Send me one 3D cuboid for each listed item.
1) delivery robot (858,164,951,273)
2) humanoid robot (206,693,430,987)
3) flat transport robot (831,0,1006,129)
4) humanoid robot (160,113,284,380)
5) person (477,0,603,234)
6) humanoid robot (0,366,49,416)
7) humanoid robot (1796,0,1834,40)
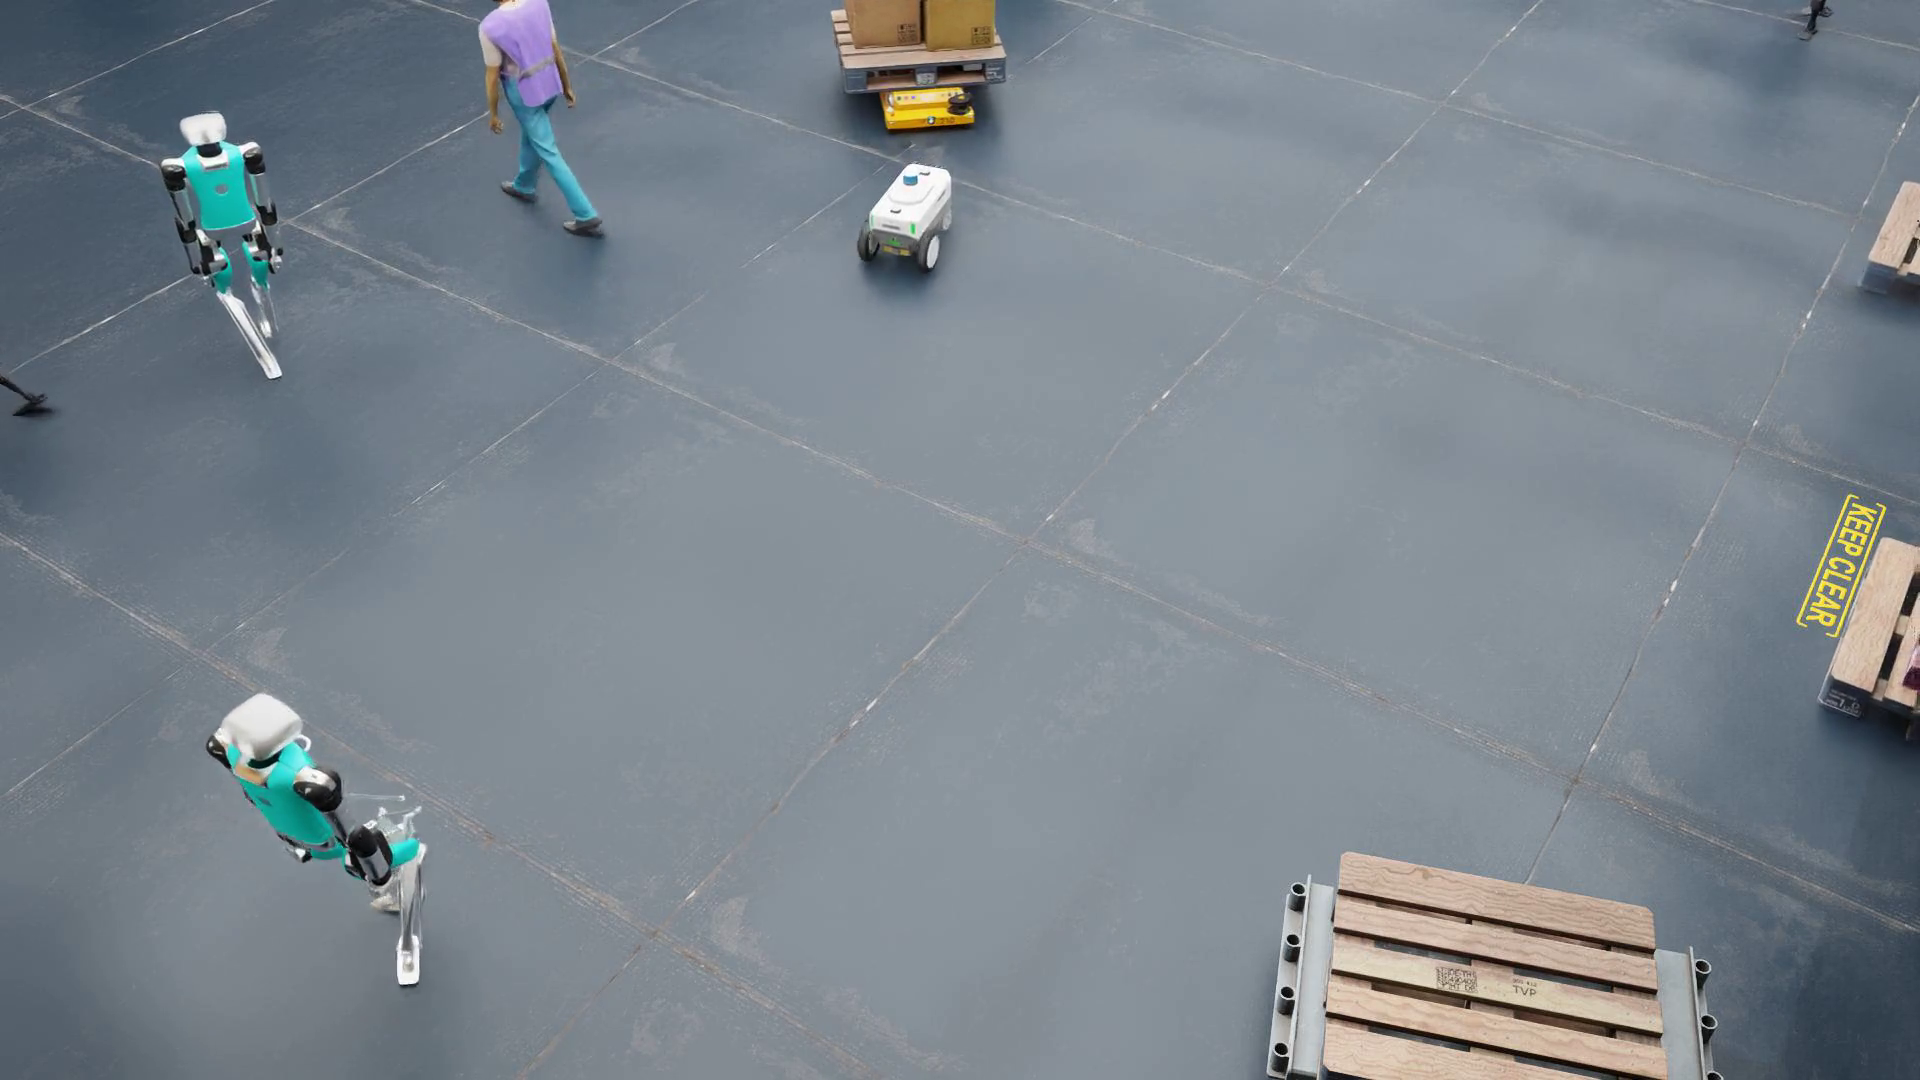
[{"bbox_3d":[-0.329,-2.152,10.970,0.499,0.591,0.768,14,44,15],"label":"delivery robot"},{"bbox_3d":[-2.312,1.064,6.487,0.596,1.769,0.868,18,45,19],"label":"humanoid robot"},{"bbox_3d":[-0.326,-3.589,12.796,0.659,0.231,1.431,-6,42,-7],"label":"flat transport robot"},{"bbox_3d":[-4.219,-1.699,9.657,0.550,1.873,0.831,-22,46,-23],"label":"humanoid robot"},{"bbox_3d":[-2.799,-2.909,10.907,0.984,1.783,0.587,21,46,22],"label":"person"},{"bbox_3d":[-5.719,-1.278,9.191,0.767,1.636,0.598,-7,42,-8],"label":"humanoid robot"},{"bbox_3d":[6.946,-4.790,13.088,0.461,1.646,0.593,-2,42,-2],"label":"humanoid robot"}]
